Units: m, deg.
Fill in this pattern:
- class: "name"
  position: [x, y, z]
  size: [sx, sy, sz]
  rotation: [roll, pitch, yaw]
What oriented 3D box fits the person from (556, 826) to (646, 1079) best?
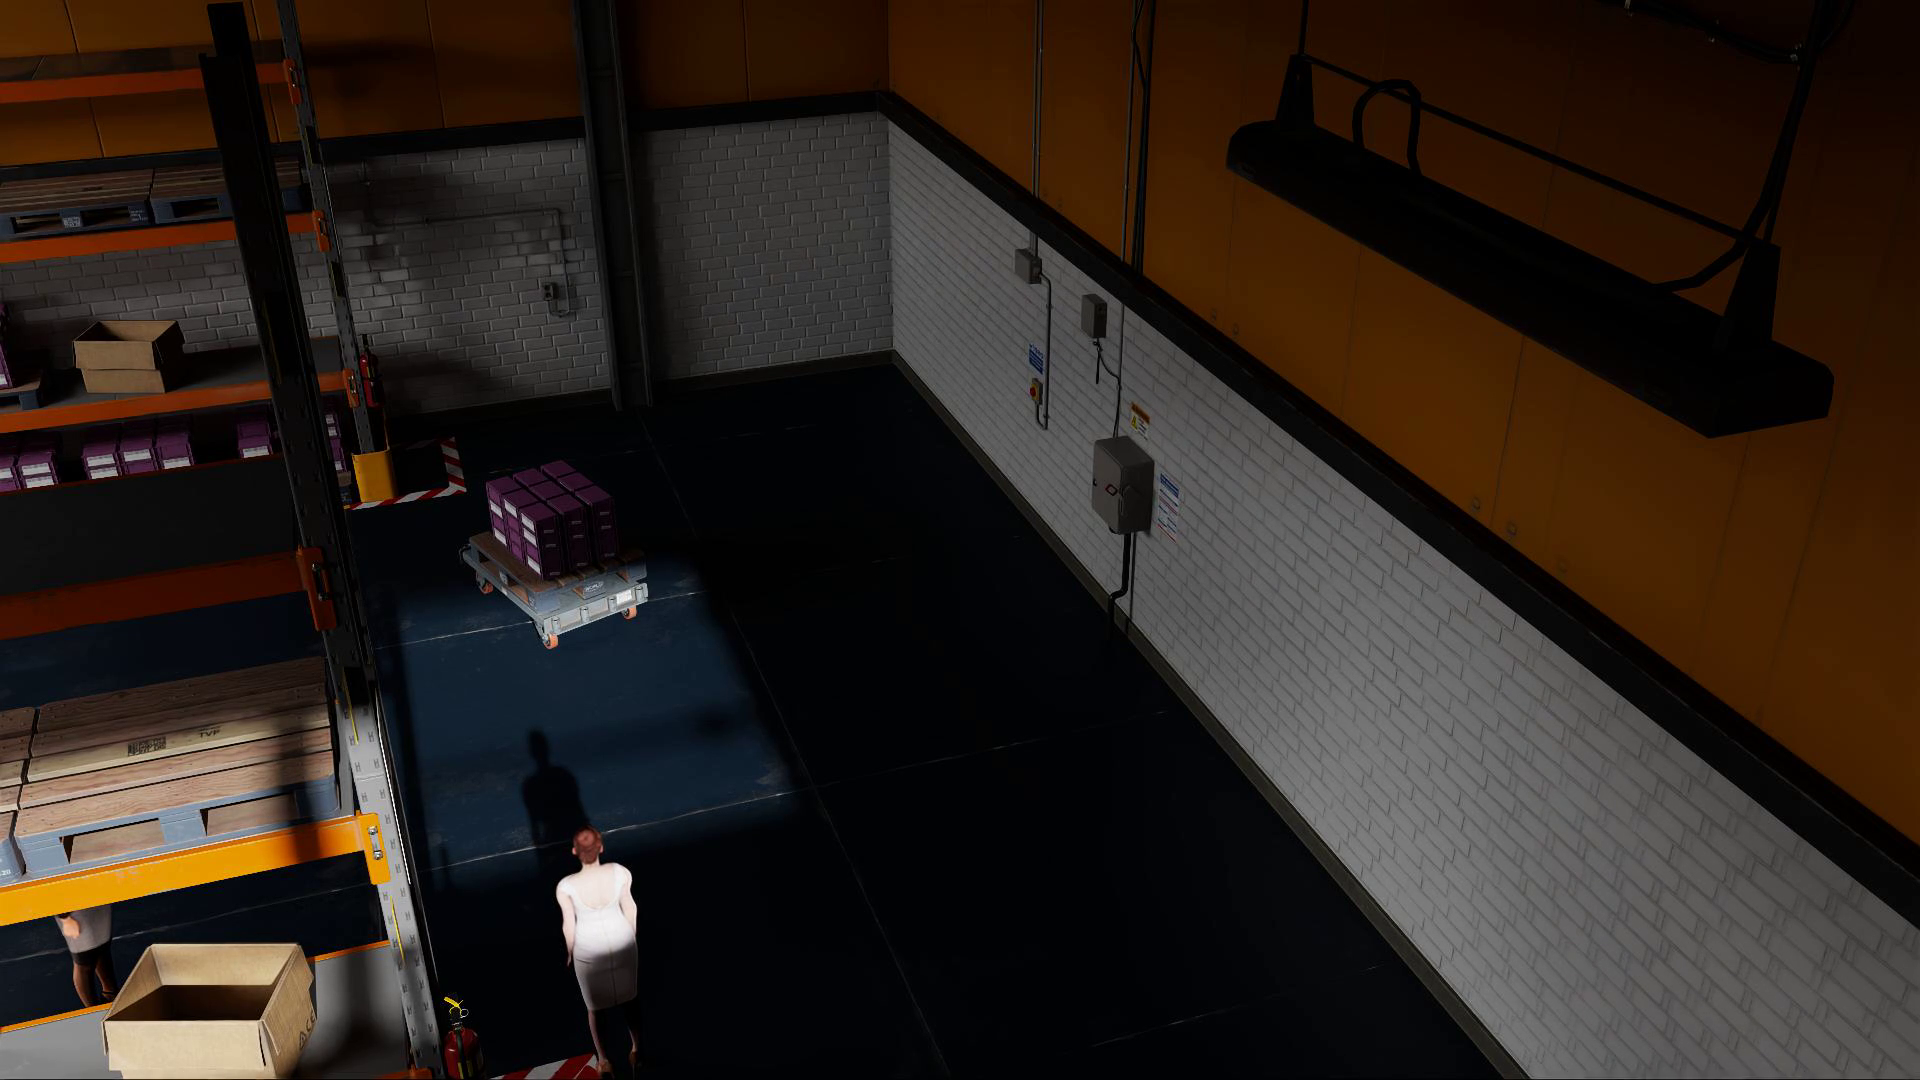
- class: "person"
  position: [-1.948, 2.267, 9.106]
  size: [0.411, 1.793, 0.630]
  rotation: [-11, 30, -19]
